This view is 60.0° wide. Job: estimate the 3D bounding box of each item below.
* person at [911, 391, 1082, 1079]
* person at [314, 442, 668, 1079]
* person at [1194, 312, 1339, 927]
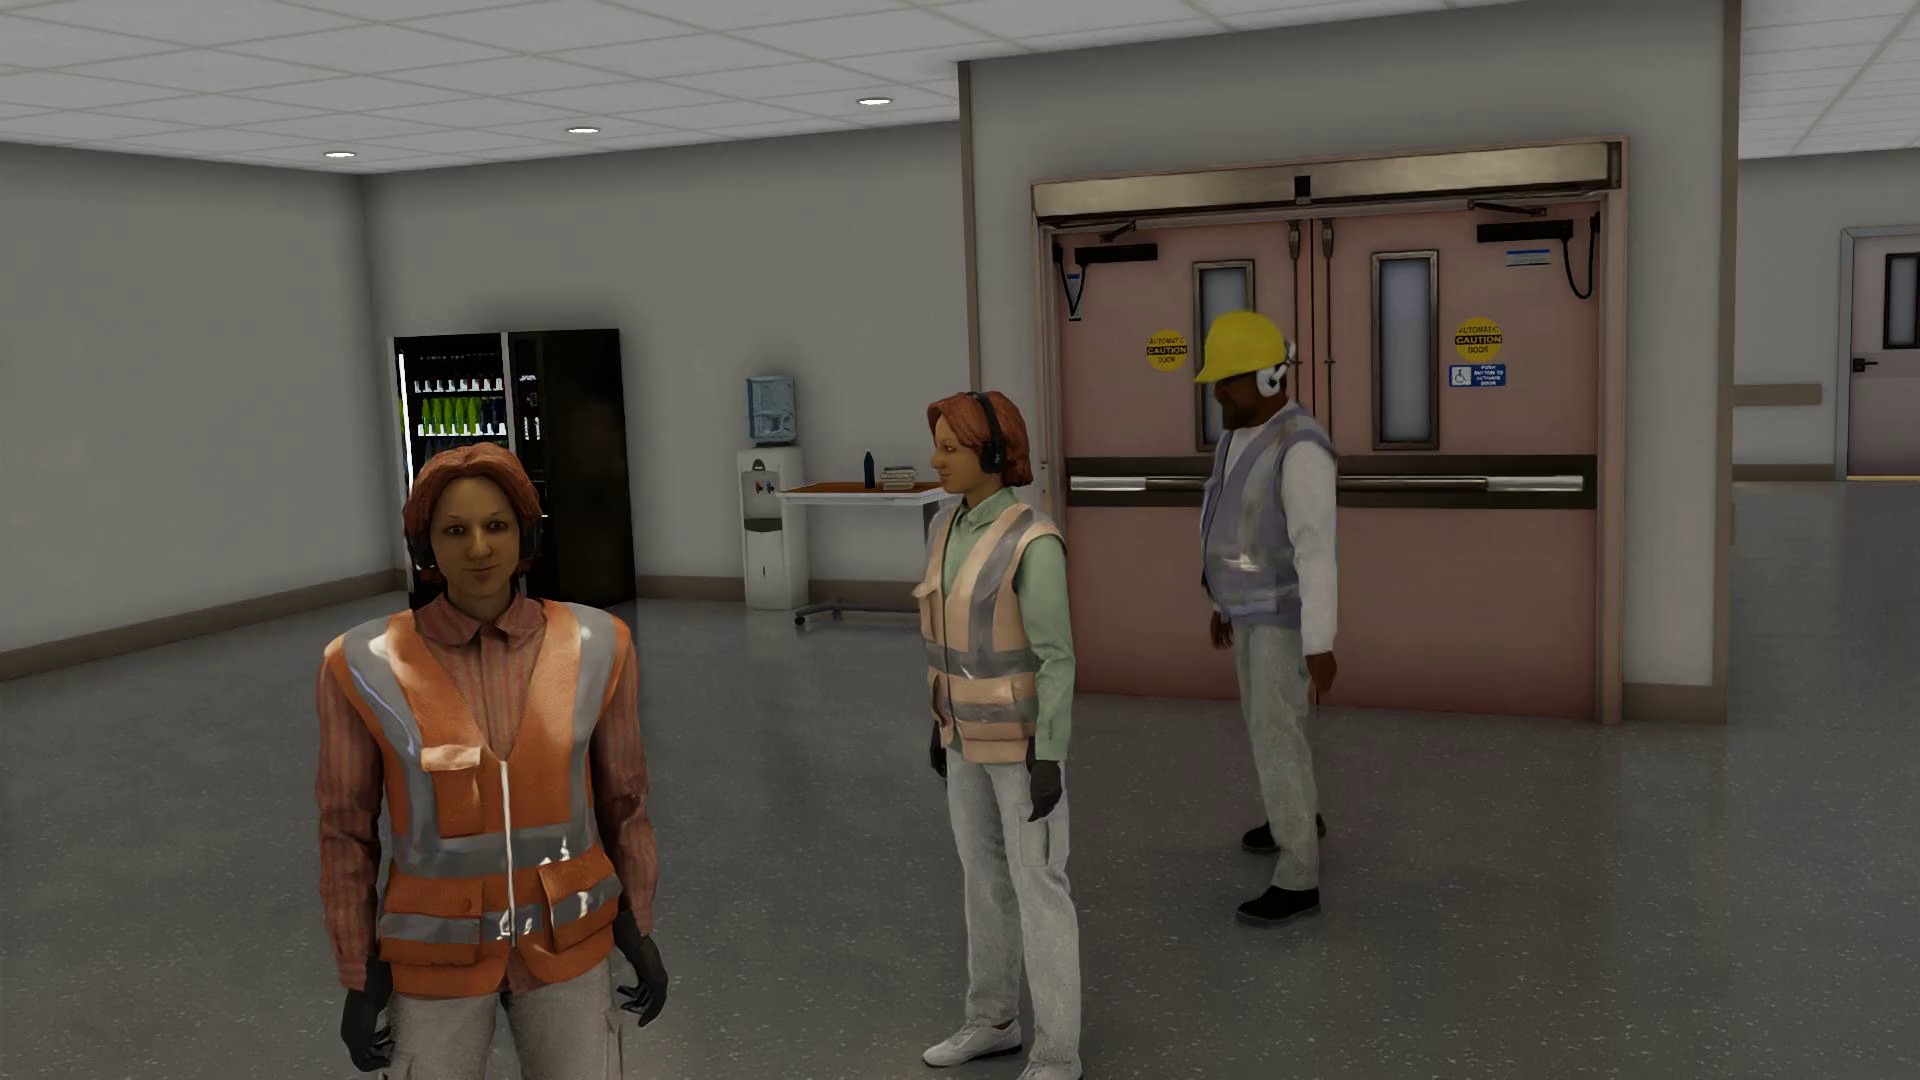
[{"bbox_3d":[0.087,0.475,3.825,0.313,1.639,0.517,-7,9,-30],"label":"person"},{"bbox_3d":[-0.715,0.666,2.606,0.514,1.642,0.310,-6,8,-26],"label":"person"},{"bbox_3d":[0.962,0.208,5.078,0.526,1.790,0.769,-3,7,-9],"label":"person"}]
